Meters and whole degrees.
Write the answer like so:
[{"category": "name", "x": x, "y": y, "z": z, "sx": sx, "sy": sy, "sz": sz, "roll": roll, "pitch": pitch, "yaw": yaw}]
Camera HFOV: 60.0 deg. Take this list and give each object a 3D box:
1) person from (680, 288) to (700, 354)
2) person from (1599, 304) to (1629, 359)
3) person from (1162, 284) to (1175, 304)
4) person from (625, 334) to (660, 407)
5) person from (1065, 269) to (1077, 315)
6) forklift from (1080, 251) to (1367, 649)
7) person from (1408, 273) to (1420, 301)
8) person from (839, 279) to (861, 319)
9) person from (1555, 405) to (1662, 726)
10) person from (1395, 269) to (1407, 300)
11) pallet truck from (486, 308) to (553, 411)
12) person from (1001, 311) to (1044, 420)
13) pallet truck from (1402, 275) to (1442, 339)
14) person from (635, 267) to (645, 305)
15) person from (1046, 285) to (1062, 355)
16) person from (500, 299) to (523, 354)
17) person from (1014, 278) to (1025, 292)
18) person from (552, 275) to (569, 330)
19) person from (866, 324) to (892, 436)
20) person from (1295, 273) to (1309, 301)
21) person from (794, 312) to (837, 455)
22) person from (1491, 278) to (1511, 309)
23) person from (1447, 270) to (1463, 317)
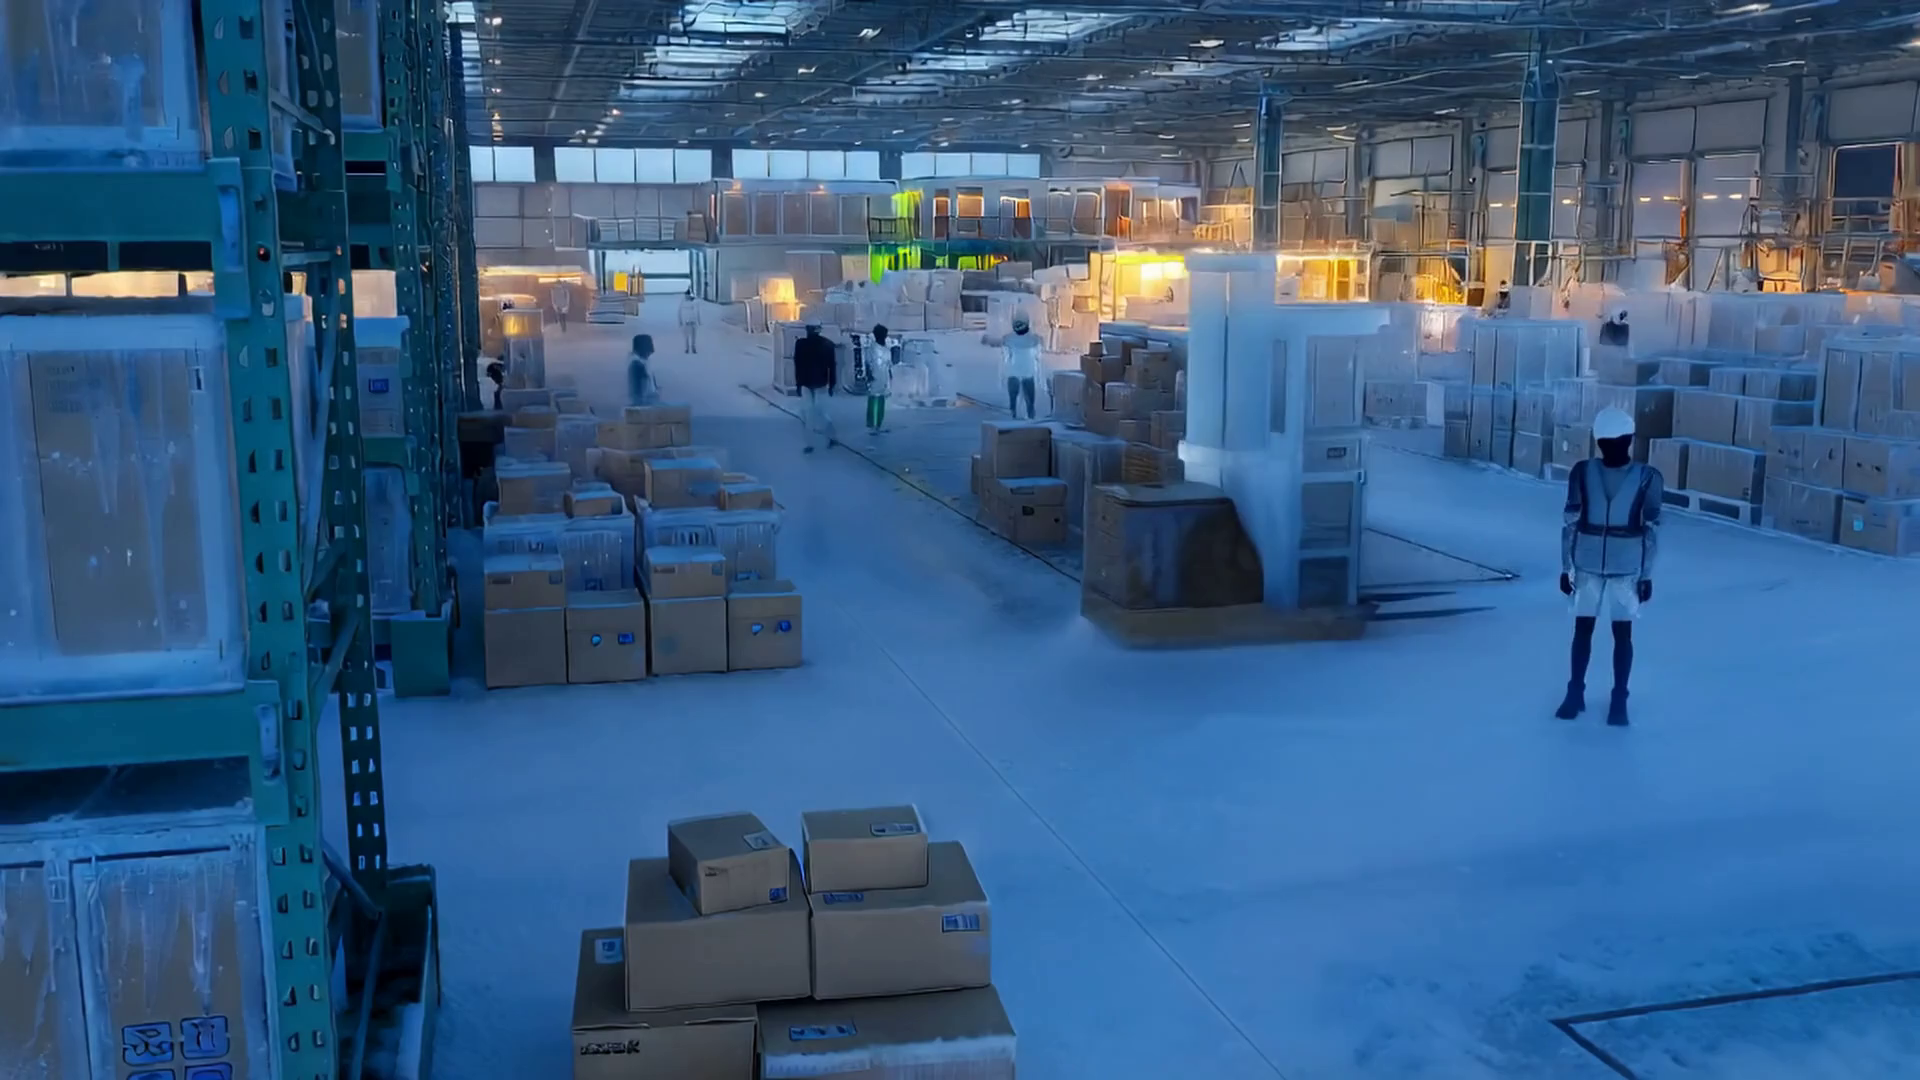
[{"category": "person", "x": -7.214, "y": -5.849, "z": 44.499, "sx": 0.558, "sy": 1.753, "sz": 0.474, "roll": -5, "pitch": 11, "yaw": -28}, {"category": "person", "x": 10.780, "y": -2.937, "z": 27.531, "sx": 0.632, "sy": 1.926, "sz": 0.561, "roll": -7, "pitch": 12, "yaw": -34}, {"category": "person", "x": 5.543, "y": -5.731, "z": 43.449, "sx": 0.584, "sy": 1.882, "sz": 0.347, "roll": 6, "pitch": 12, "yaw": 31}, {"category": "person", "x": -3.929, "y": -1.664, "z": 20.685, "sx": 0.954, "sy": 1.793, "sz": 0.646, "roll": -2, "pitch": 10, "yaw": -10}, {"category": "person", "x": 4.595, "y": -10.322, "z": 69.369, "sx": 0.589, "sy": 1.911, "sz": 0.379, "roll": 3, "pitch": 10, "yaw": 17}, {"category": "forklift", "x": 1.930, "y": -0.715, "z": 12.220, "sx": 1.873, "sy": 2.768, "sz": 1.129, "roll": -3, "pitch": 10, "yaw": -15}, {"category": "person", "x": 17.964, "y": -9.631, "z": 65.694, "sx": 0.654, "sy": 1.824, "sz": 0.589, "roll": -4, "pitch": 11, "yaw": -22}, {"category": "person", "x": -3.200, "y": -6.631, "z": 48.399, "sx": 0.541, "sy": 1.937, "sz": 0.579, "roll": 5, "pitch": 11, "yaw": 27}, {"category": "person", "x": 3.882, "y": 0.152, "z": 9.984, "sx": 0.551, "sy": 1.934, "sz": 0.373, "roll": 6, "pitch": 12, "yaw": 31}, {"category": "person", "x": 20.666, "y": -11.704, "z": 77.506, "sx": 0.918, "sy": 1.794, "sz": 0.635, "roll": 6, "pitch": 11, "yaw": 29}, {"category": "pallet truck", "x": -6.242, "y": -2.418, "z": 24.362, "sx": 0.823, "sy": 1.965, "sz": 1.885, "roll": 1, "pitch": 10, "yaw": 3}, {"category": "person", "x": 0.892, "y": -2.338, "z": 24.080, "sx": 0.635, "sy": 1.937, "sz": 0.352, "roll": 4, "pitch": 11, "yaw": 21}, {"category": "pallet truck", "x": 14.620, "y": -7.324, "z": 52.145, "sx": 0.823, "sy": 1.965, "sz": 1.885, "roll": 8, "pitch": 13, "yaw": 40}, {"category": "person", "x": -15.755, "y": -12.493, "z": 81.874, "sx": 0.549, "sy": 1.840, "sz": 0.343, "roll": 7, "pitch": 12, "yaw": 36}, {"category": "person", "x": 2.481, "y": -5.830, "z": 44.092, "sx": 0.317, "sy": 1.859, "sz": 0.525, "roll": -9, "pitch": 13, "yaw": -41}, {"category": "person", "x": -10.482, "y": -4.803, "z": 38.885, "sx": 0.522, "sy": 1.640, "sz": 0.306, "roll": -6, "pitch": 12, "yaw": -31}, {"category": "person", "x": 1.891, "y": -7.290, "z": 52.270, "sx": 1.001, "sy": 1.879, "sz": 0.573, "roll": 0, "pitch": 10, "yaw": 1}, {"category": "person", "x": -13.738, "y": -8.144, "z": 57.091, "sx": 0.546, "sy": 1.890, "sz": 0.911, "roll": -6, "pitch": 12, "yaw": -30}, {"category": "person", "x": -1.223, "y": -2.445, "z": 25.359, "sx": 0.321, "sy": 1.698, "sz": 0.537, "roll": 7, "pitch": 12, "yaw": 35}, {"category": "person", "x": 13.905, "y": -9.967, "z": 67.688, "sx": 0.639, "sy": 1.801, "sz": 0.943, "roll": -3, "pitch": 10, "yaw": -17}, {"category": "person", "x": -1.995, "y": -2.183, "z": 23.098, "sx": 0.619, "sy": 1.976, "sz": 0.643, "roll": 4, "pitch": 11, "yaw": 20}, {"category": "person", "x": 14.870, "y": -6.162, "z": 45.441, "sx": 0.691, "sy": 2.000, "sz": 0.707, "roll": 0, "pitch": 10, "yaw": 3}, {"category": "person", "x": 20.095, "y": -9.986, "z": 67.530, "sx": 0.624, "sy": 1.892, "sz": 1.011, "roll": -3, "pitch": 11, "yaw": -19}]
